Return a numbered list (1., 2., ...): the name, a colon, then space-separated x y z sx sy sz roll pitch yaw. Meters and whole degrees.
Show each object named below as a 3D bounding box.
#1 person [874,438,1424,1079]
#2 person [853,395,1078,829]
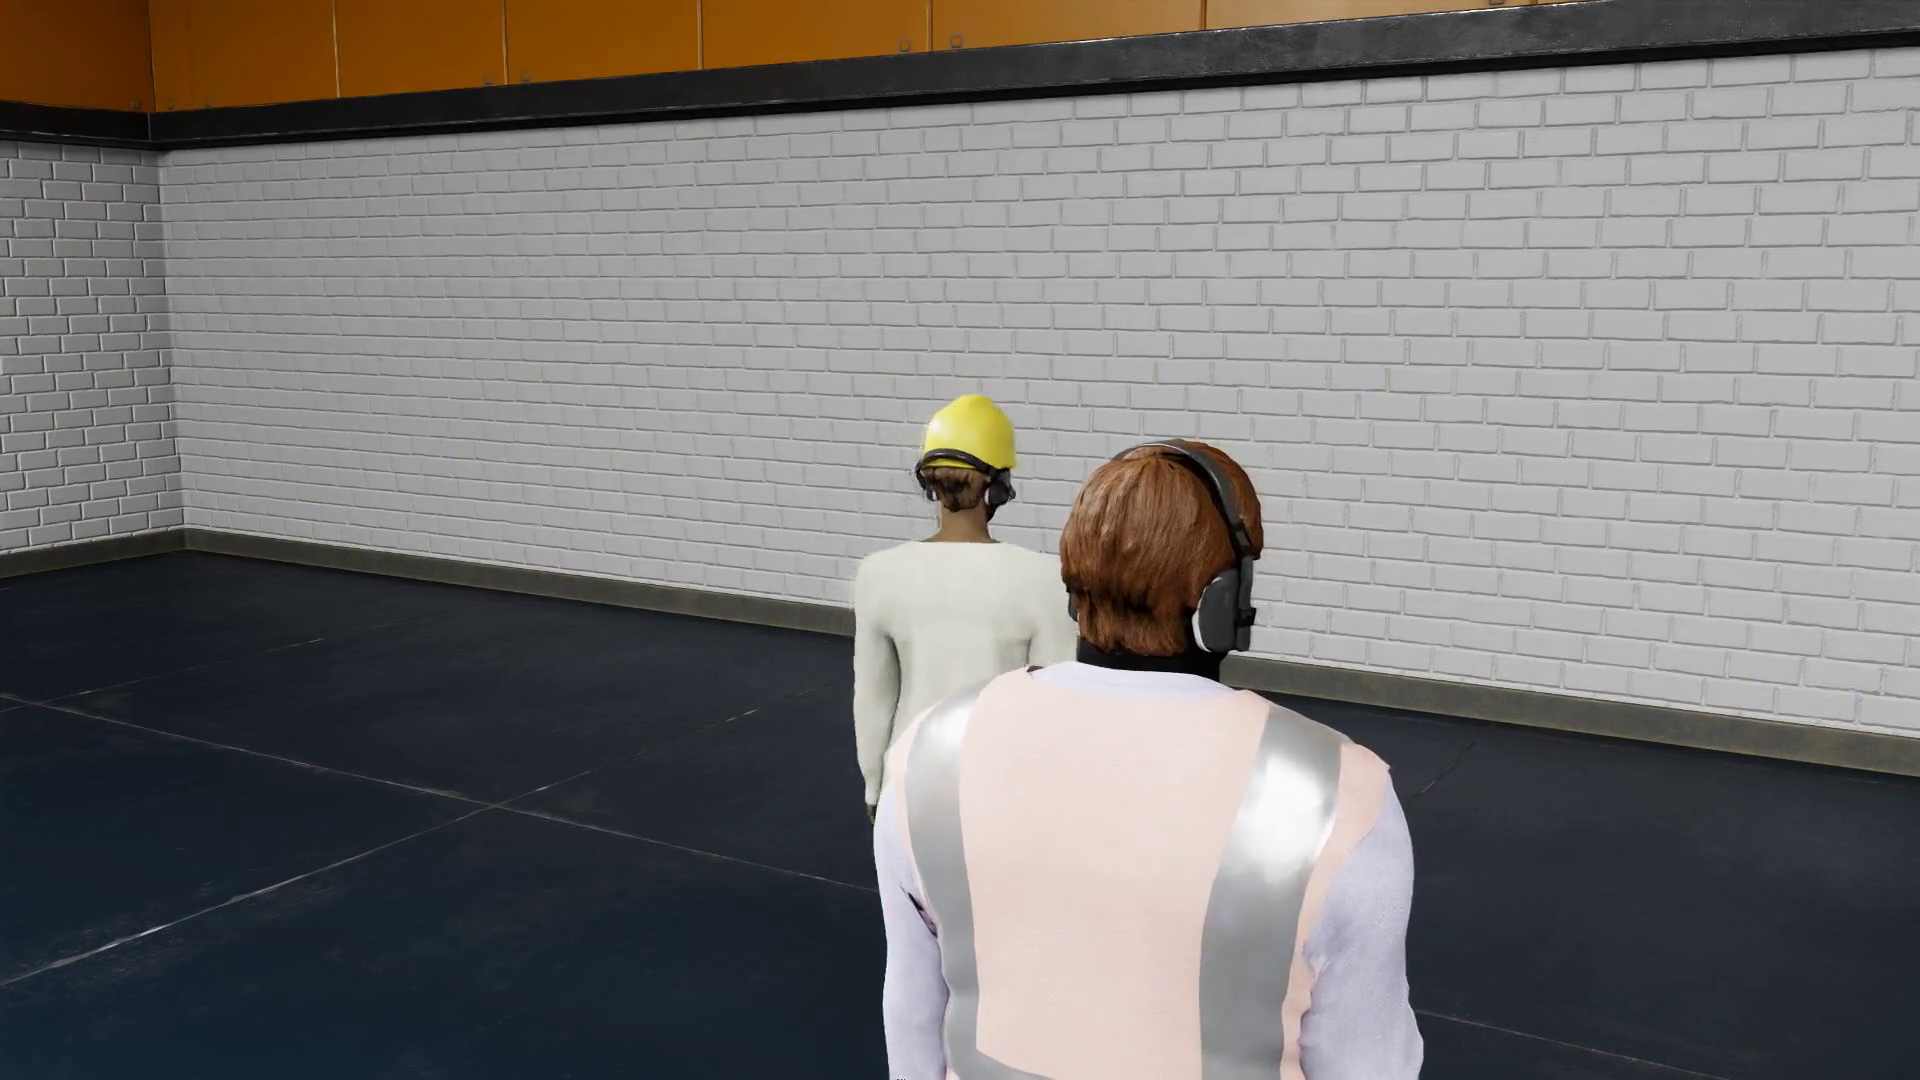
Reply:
1. person: 0.216 0.804 1.925 0.624 1.844 0.430 5 10 29
2. person: 0.029 0.552 3.740 0.546 1.751 0.450 3 10 17
